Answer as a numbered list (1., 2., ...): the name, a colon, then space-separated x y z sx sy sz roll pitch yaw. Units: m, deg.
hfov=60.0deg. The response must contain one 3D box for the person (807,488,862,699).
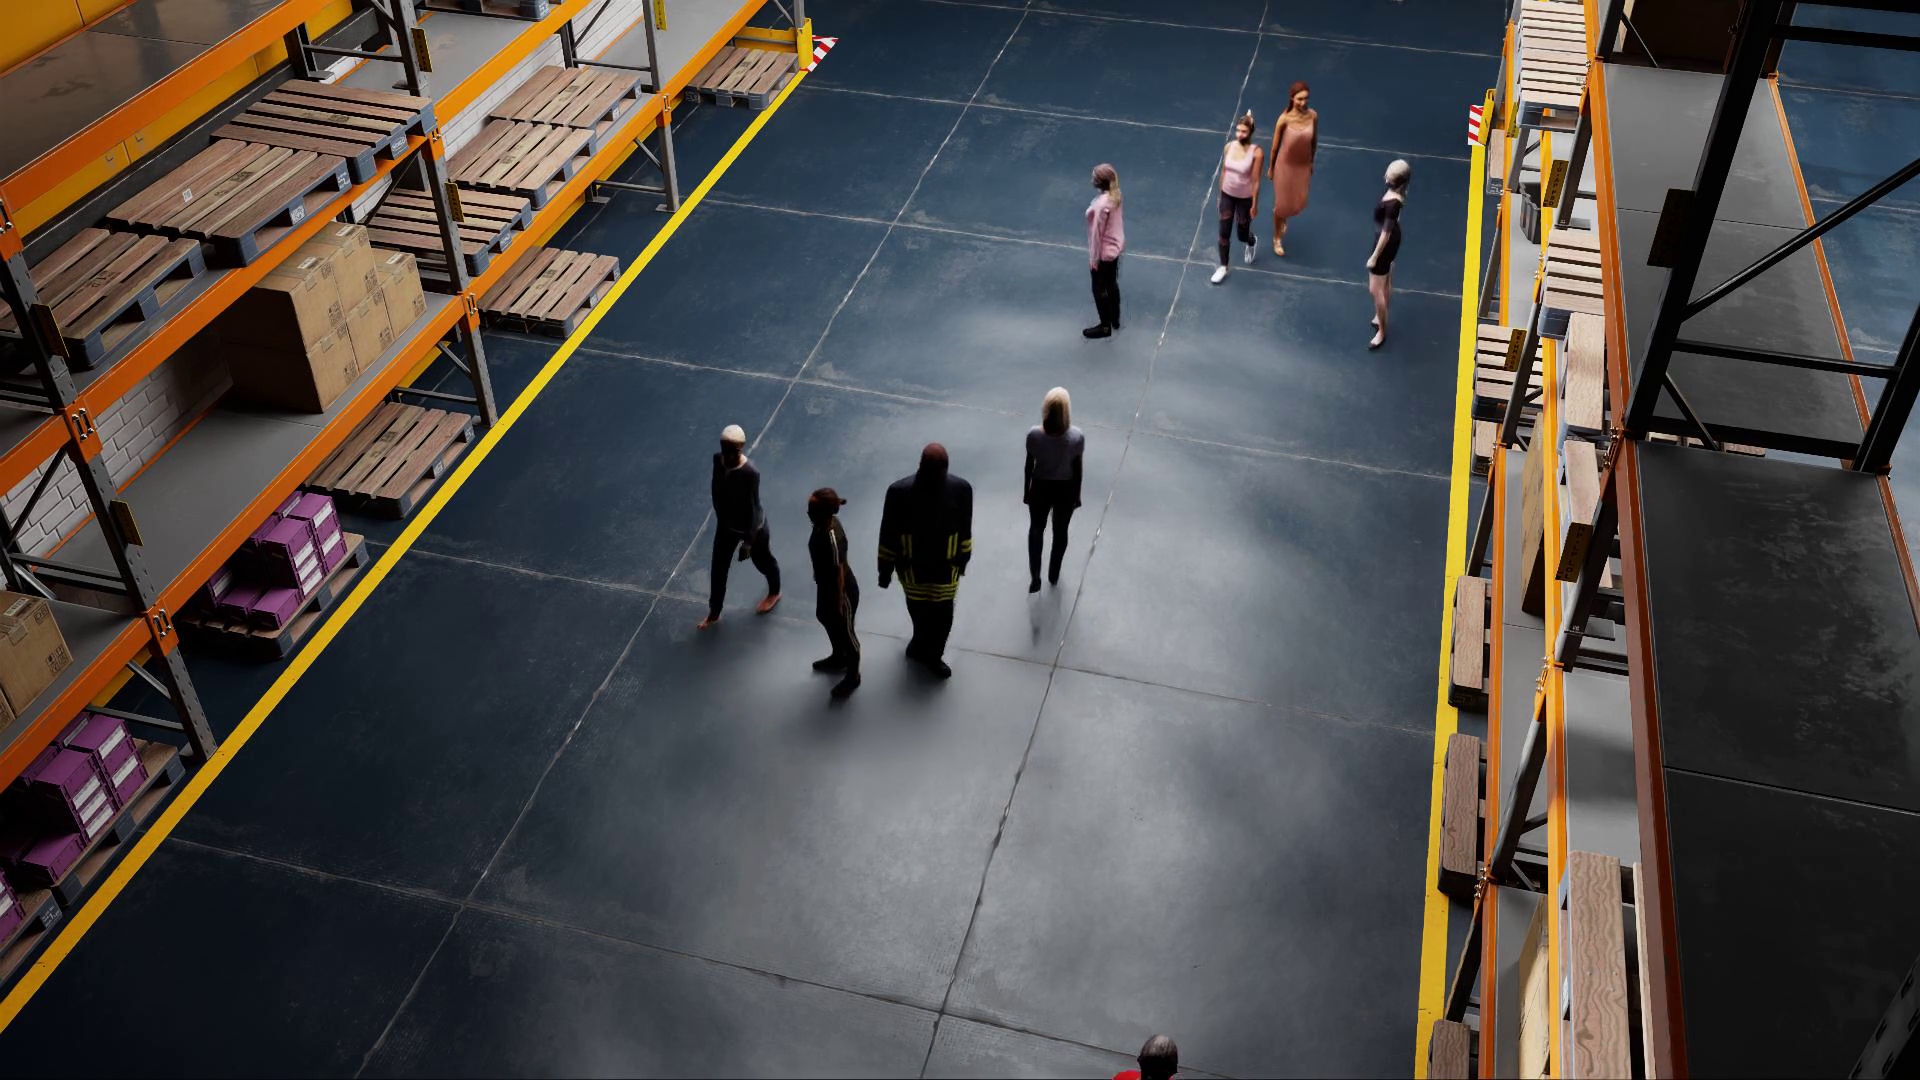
1. person: -0.816 0.306 11.145 0.756 1.663 0.657 -14 41 -17

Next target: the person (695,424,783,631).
1. person: -1.473 -0.162 11.706 0.819 1.693 1.024 23 44 26

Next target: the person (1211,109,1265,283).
1. person: 2.640 -3.241 15.612 0.736 1.631 0.934 23 44 27

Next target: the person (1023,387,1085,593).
1. person: 0.660 -0.304 11.868 0.623 1.713 0.837 5 39 7

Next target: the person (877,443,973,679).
1. person: -0.222 0.060 11.348 0.889 1.794 0.879 4 39 5

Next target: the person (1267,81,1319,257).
1. person: 3.150 -3.590 15.910 0.805 1.806 0.921 -7 39 -9

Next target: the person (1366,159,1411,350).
1. person: 3.788 -2.593 14.663 0.801 1.803 0.481 23 44 26

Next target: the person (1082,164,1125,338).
1. person: 1.316 -2.570 14.741 0.774 1.670 0.543 19 42 22

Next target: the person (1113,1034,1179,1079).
1. person: 0.837 2.952 7.824 0.669 1.673 0.992 3 39 3
